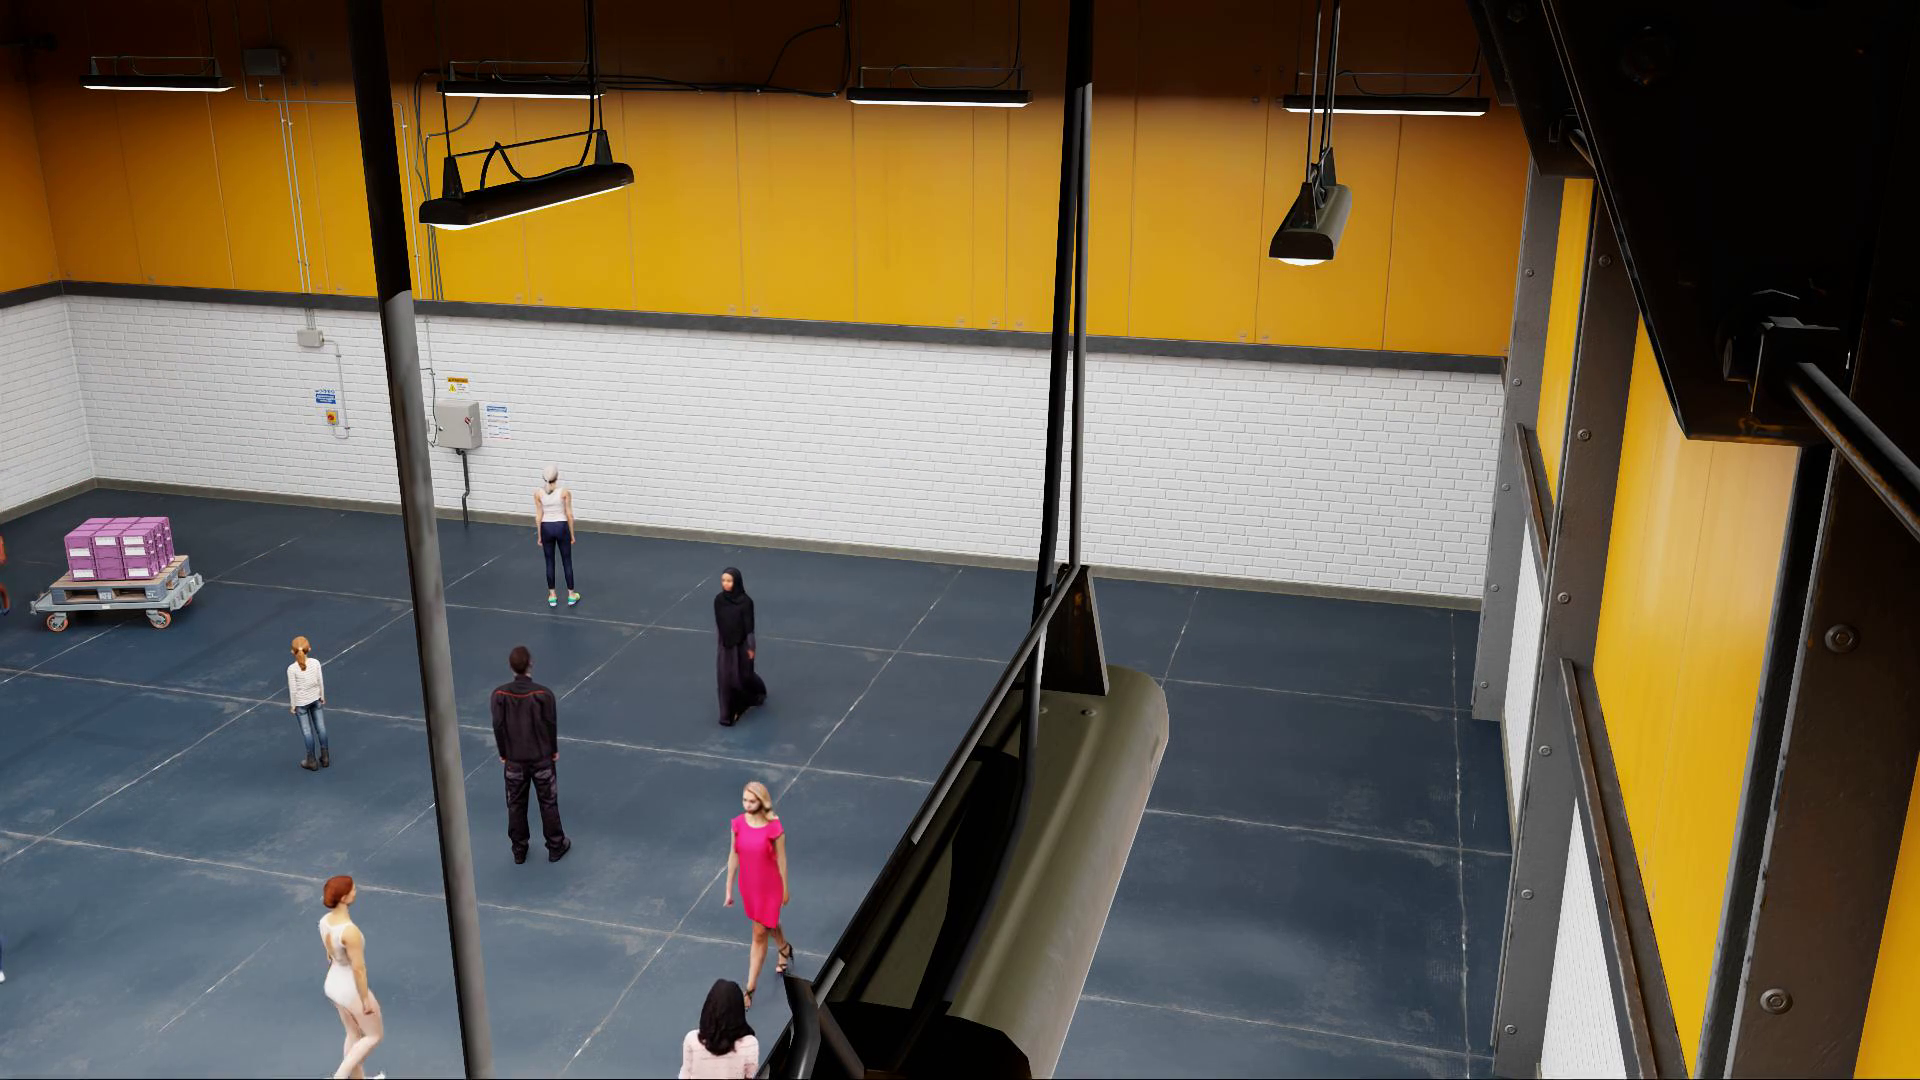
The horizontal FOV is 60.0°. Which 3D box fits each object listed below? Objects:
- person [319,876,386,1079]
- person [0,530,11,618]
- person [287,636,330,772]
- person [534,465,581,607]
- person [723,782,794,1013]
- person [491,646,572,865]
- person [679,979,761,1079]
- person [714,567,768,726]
[{"bbox_3d":[-4.056,2.974,10.842,0.707,1.631,0.815,14,23,36],"label":"person"},{"bbox_3d":[-11.165,0.124,19.147,0.645,1.733,0.697,1,19,4],"label":"person"},{"bbox_3d":[-6.126,1.528,15.631,0.544,1.316,0.621,-17,25,-41],"label":"person"},{"bbox_3d":[-4.802,-0.059,19.737,0.665,1.701,0.647,-2,19,-5],"label":"person"},{"bbox_3d":[-1.411,2.509,12.150,0.669,1.678,1.070,7,20,21],"label":"person"},{"bbox_3d":[-3.601,1.794,13.907,0.755,1.912,0.699,-1,19,-2],"label":"person"},{"bbox_3d":[-1.381,3.367,9.492,0.660,1.749,0.779,5,19,14],"label":"person"},{"bbox_3d":[-2.210,1.029,16.666,0.642,1.600,0.936,7,20,19],"label":"person"}]
